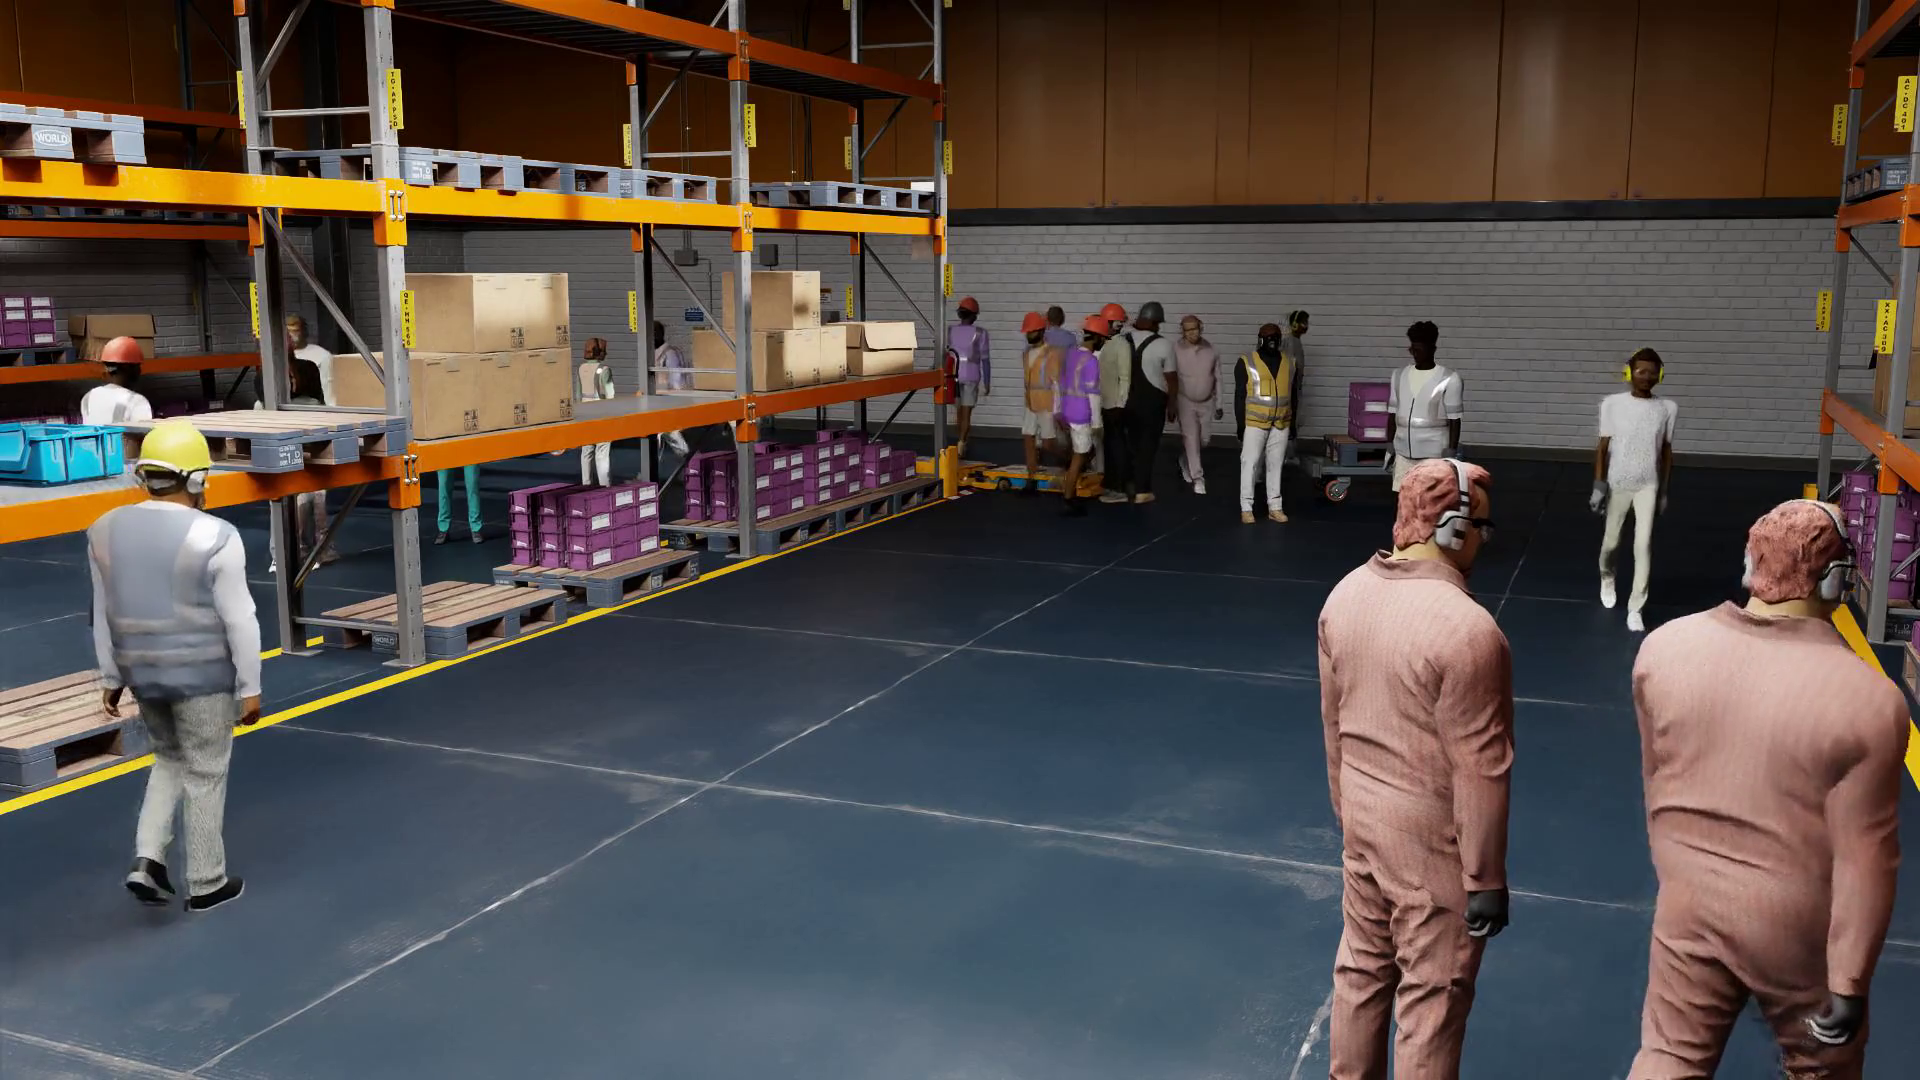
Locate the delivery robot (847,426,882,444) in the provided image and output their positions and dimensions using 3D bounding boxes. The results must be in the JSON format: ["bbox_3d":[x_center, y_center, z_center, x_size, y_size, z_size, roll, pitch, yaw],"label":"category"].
[{"bbox_3d":[-1.230,-1.042,18.767,0.707,0.478,0.477,7,12,37],"label":"delivery robot"}]

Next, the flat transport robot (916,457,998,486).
[{"bbox_3d":[-0.300,-0.766,18.234,1.431,0.197,0.652,8,12,39],"label":"flat transport robot"}]

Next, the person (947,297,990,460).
[{"bbox_3d":[0.056,-1.995,20.532,0.625,1.988,1.052,3,10,15],"label":"person"}]

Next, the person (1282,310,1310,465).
[{"bbox_3d":[3.922,-1.798,19.721,0.470,1.844,0.536,3,10,16],"label":"person"}]

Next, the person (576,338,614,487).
[{"bbox_3d":[-3.702,-1.235,16.946,0.514,1.637,0.314,7,12,37],"label":"person"}]

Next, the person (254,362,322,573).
[{"bbox_3d":[-5.185,-0.566,12.902,0.501,1.632,0.280,-4,10,-21],"label":"person"}]

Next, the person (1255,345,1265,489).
[{"bbox_3d":[3.284,-1.350,17.759,0.535,1.580,0.895,4,10,20],"label":"person"}]

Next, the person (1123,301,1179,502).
[{"bbox_3d":[1.877,-1.396,16.699,0.698,2.000,0.541,7,12,37],"label":"person"}]

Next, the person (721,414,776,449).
[{"bbox_3d":[-2.073,-1.159,16.559,0.536,1.611,0.674,3,10,19],"label":"person"}]

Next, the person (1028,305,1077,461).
[{"bbox_3d":[1.117,-1.913,20.281,0.627,1.900,0.979,3,10,17],"label":"person"}]

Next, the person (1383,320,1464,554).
[{"bbox_3d":[3.480,-0.676,12.581,0.602,1.959,0.388,9,13,44],"label":"person"}]

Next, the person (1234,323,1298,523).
[{"bbox_3d":[2.835,-1.073,15.350,0.625,1.844,0.429,-2,10,-13],"label":"person"}]

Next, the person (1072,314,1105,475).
[{"bbox_3d":[1.498,-1.428,17.443,0.674,1.859,0.550,3,10,19],"label":"person"}]

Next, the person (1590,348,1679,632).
[{"bbox_3d":[4.468,-0.365,11.076,0.521,1.848,0.858,3,10,16],"label":"person"}]

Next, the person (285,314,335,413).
[{"bbox_3d":[-6.096,-1.115,15.386,0.630,1.921,0.595,-1,9,-8],"label":"person"}]

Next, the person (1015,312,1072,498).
[{"bbox_3d":[0.900,-1.387,17.058,0.740,1.908,0.564,-7,12,-38],"label":"person"}]

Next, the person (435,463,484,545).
[{"bbox_3d":[-4.270,-0.836,14.138,0.522,1.769,0.317,-2,10,-11],"label":"person"}]

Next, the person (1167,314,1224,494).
[{"bbox_3d":[2.432,-1.443,17.538,0.651,1.876,0.820,-3,10,-16],"label":"person"}]

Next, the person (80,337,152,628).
[{"bbox_3d":[-5.489,-0.405,11.133,0.574,1.886,0.971,5,11,28],"label":"person"}]

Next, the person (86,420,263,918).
[{"bbox_3d":[-2.802,0.478,6.009,0.619,1.820,0.418,2,10,12],"label":"person"}]

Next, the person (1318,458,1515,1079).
[{"bbox_3d":[1.165,0.743,4.166,0.407,1.902,0.639,-4,10,-21],"label":"person"}]

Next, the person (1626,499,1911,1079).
[{"bbox_3d":[1.763,0.833,3.738,0.879,1.870,0.639,-7,12,-35],"label":"person"}]

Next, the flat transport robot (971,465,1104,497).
[{"bbox_3d":[0.895,-0.631,17.418,1.431,0.197,0.652,6,11,32],"label":"flat transport robot"}]

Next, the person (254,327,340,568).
[{"bbox_3d":[-5.196,-0.744,13.067,0.429,1.935,0.659,3,10,17],"label":"person"}]

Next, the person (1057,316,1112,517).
[{"bbox_3d":[1.170,-1.148,15.634,0.513,1.895,0.580,-3,10,-15],"label":"person"}]

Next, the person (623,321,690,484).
[{"bbox_3d":[-3.190,-1.467,17.939,0.973,1.795,0.624,-6,11,-33],"label":"person"}]

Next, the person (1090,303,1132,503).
[{"bbox_3d":[1.526,-1.377,16.720,0.376,1.997,0.612,-3,10,-16],"label":"person"}]
